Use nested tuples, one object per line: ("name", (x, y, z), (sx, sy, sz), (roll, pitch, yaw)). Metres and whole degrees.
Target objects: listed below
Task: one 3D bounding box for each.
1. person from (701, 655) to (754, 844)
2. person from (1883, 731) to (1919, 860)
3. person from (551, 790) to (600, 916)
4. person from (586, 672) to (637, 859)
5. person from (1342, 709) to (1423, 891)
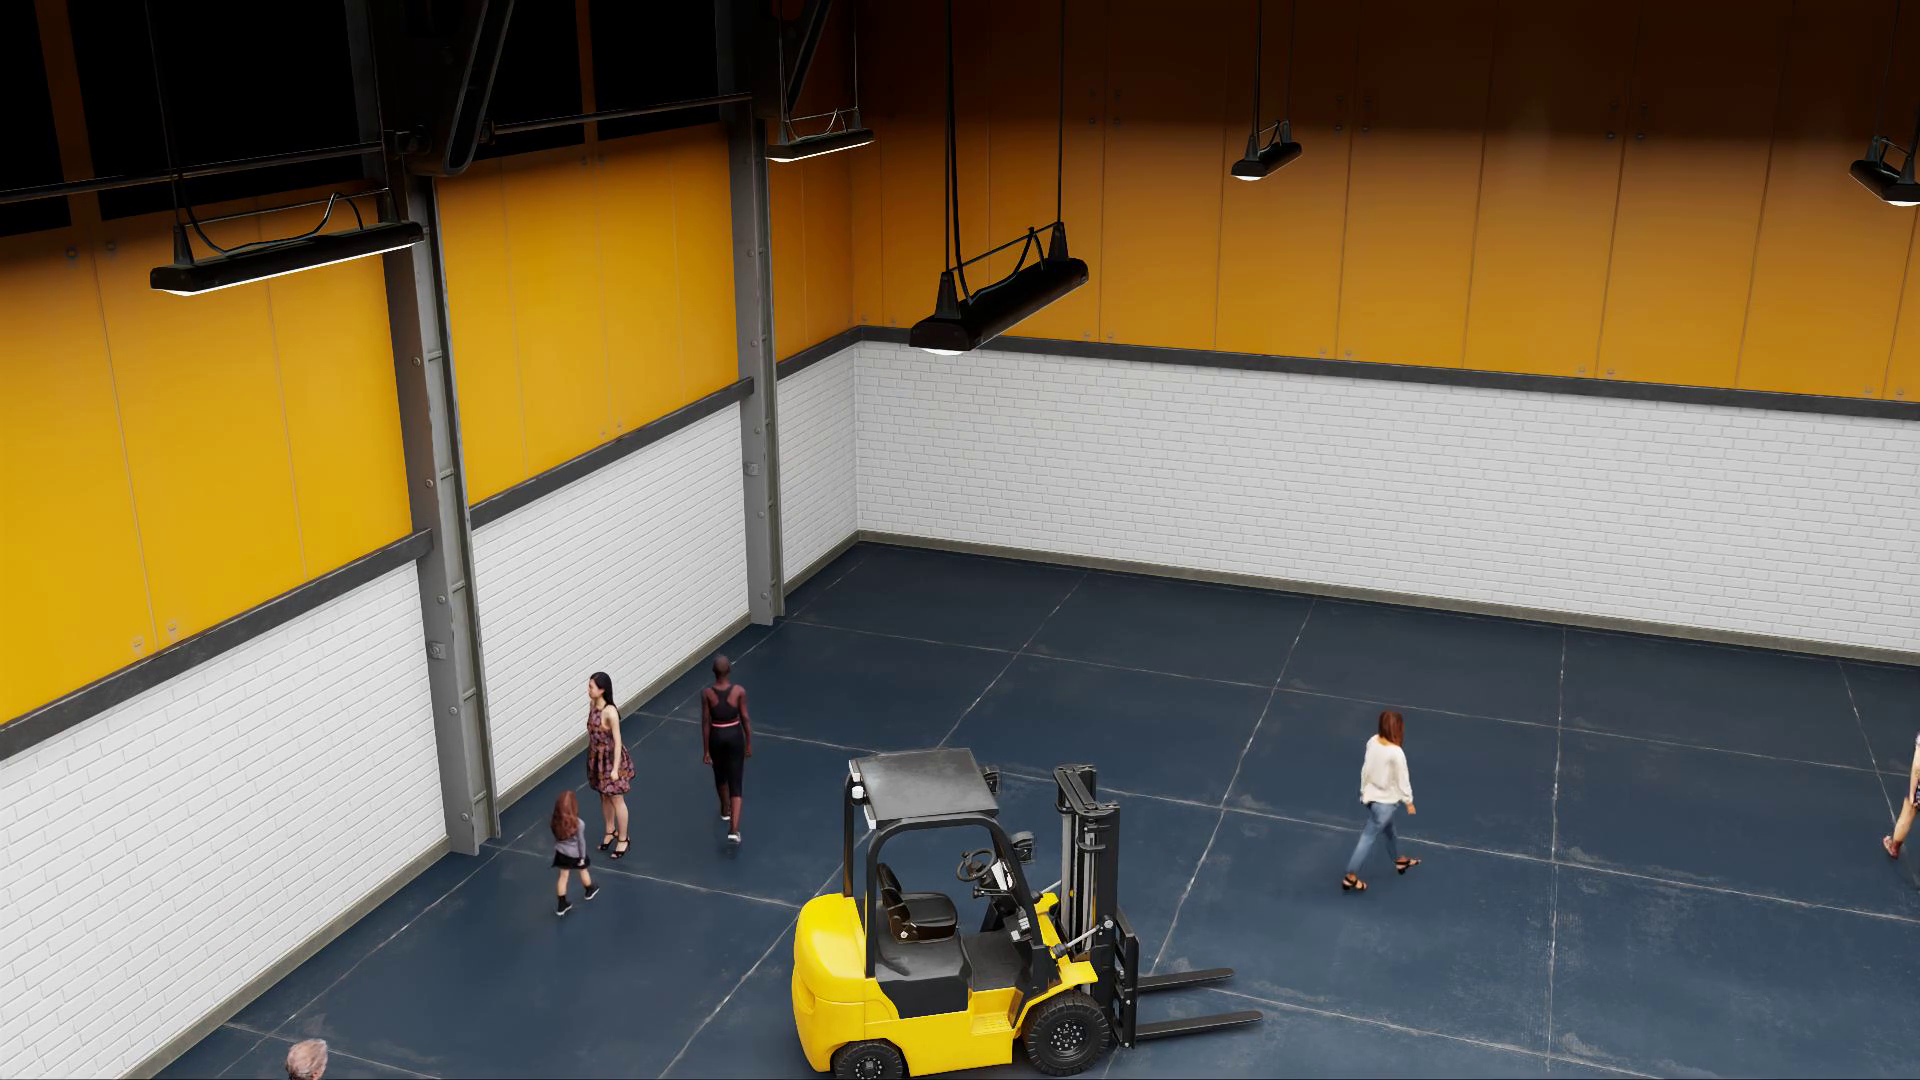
("person", (-2.114, 1.911, 15.039), (0.969, 1.724, 1.252), (-2, 19, -5))
("person", (8.378, 2.196, 14.243), (0.731, 1.691, 1.119), (3, 19, 9))
("person", (-3.304, 2.617, 13.937), (0.505, 1.088, 0.717), (5, 19, 16))
("person", (-3.131, 1.988, 14.732), (0.820, 1.773, 0.786), (-17, 25, -40))
("person", (3.505, 2.248, 14.158), (1.052, 1.648, 1.060), (-5, 19, -15))
